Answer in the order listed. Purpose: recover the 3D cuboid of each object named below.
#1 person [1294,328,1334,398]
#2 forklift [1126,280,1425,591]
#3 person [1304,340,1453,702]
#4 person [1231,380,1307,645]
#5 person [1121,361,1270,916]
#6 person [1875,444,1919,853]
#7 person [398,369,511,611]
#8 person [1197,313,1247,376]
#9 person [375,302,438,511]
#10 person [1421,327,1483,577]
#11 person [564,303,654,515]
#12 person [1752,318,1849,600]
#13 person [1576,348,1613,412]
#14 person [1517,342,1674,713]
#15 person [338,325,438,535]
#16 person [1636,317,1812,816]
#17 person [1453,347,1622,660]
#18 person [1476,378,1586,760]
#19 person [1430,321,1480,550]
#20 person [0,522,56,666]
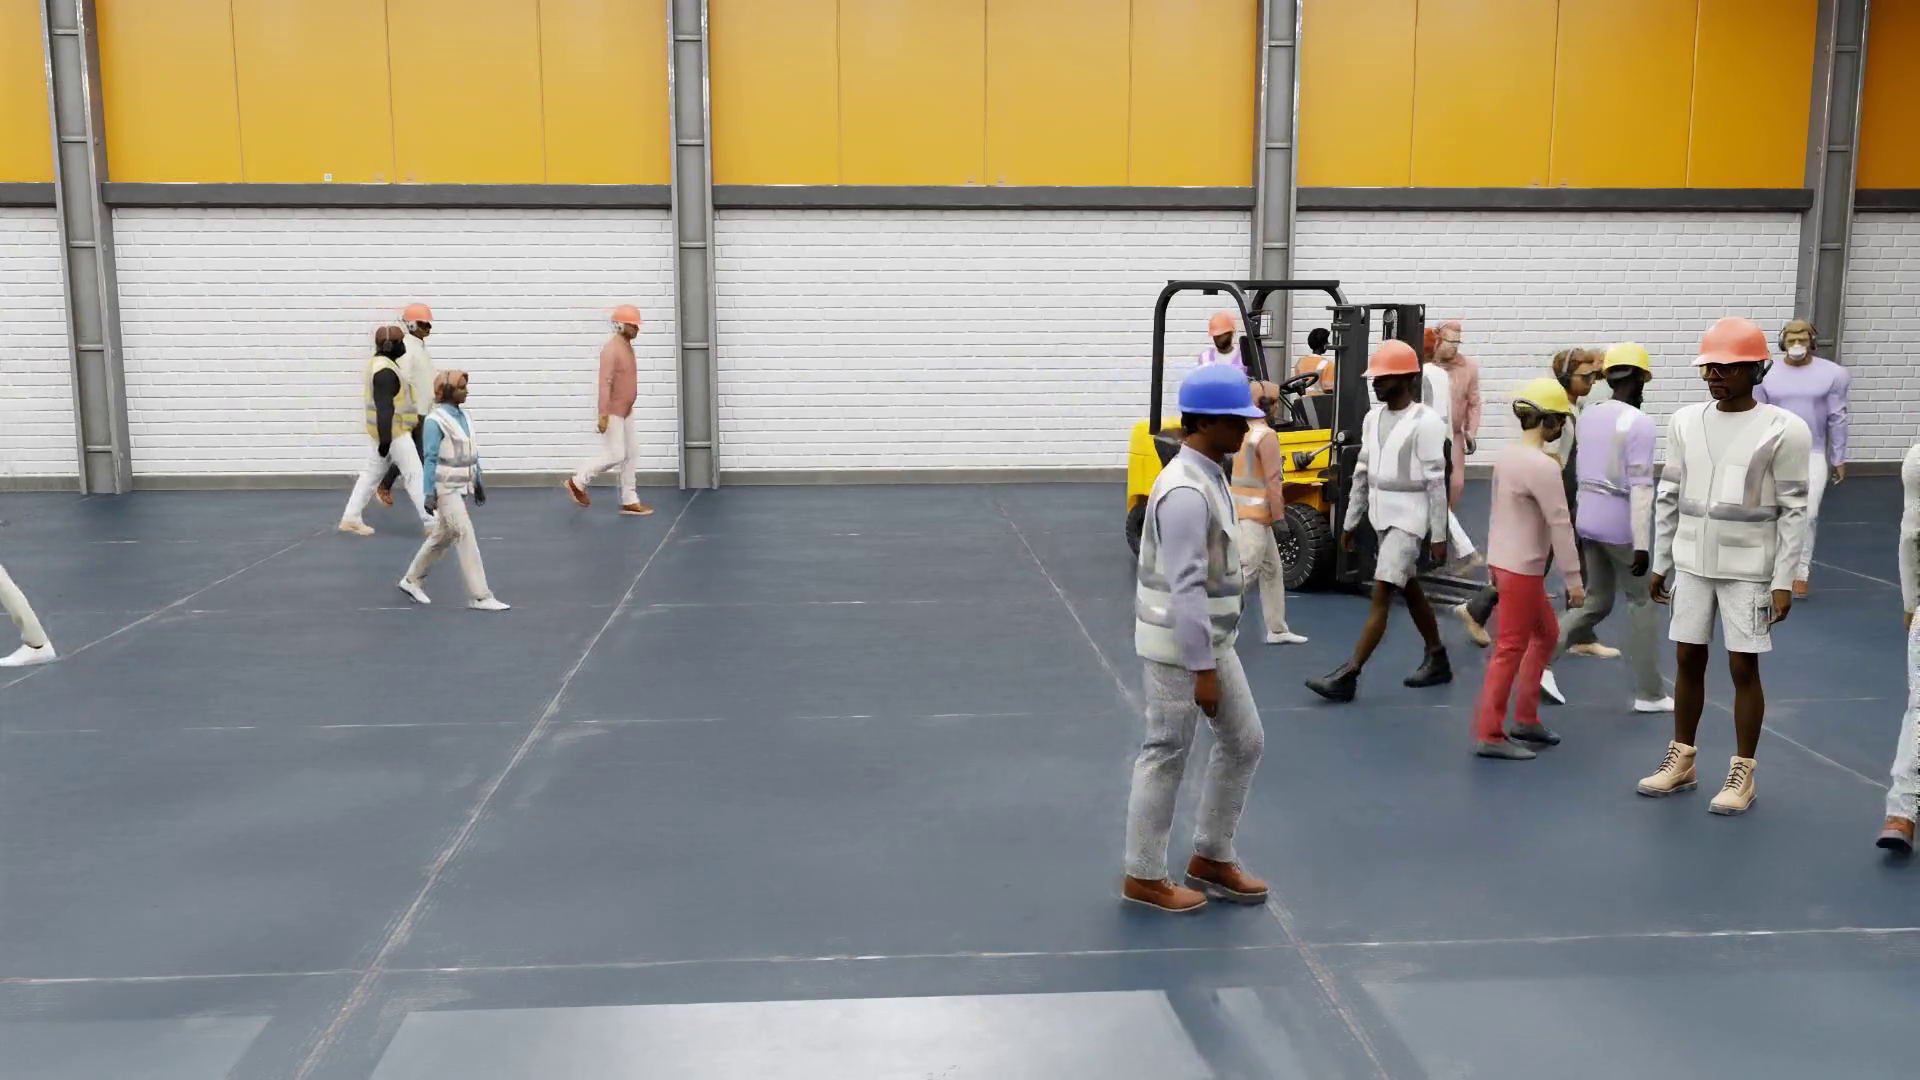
[{"bbox_3d":[3.587,-1.299,16.822,0.320,1.690,0.524,-6,11,-32],"label":"person"},{"bbox_3d":[2.301,-0.860,12.475,1.214,2.155,2.313,-6,11,-35],"label":"forklift"},{"bbox_3d":[2.263,-0.106,8.730,1.023,1.879,0.573,-4,10,-23],"label":"person"},{"bbox_3d":[1.684,-0.140,9.788,0.773,1.606,0.512,-1,9,-7],"label":"person"},{"bbox_3d":[0.853,0.356,5.677,0.651,1.921,0.642,3,10,18],"label":"person"},{"bbox_3d":[3.853,0.278,6.292,0.631,1.885,0.955,7,11,36],"label":"person"},{"bbox_3d":[-3.415,-0.336,11.032,0.831,1.607,0.523,2,9,10],"label":"person"},{"bbox_3d":[2.464,-1.133,15.208,0.594,1.883,1.005,5,10,27],"label":"person"},{"bbox_3d":[-5.107,-1.220,15.436,0.645,1.977,0.620,0,9,-1],"label":"person"},{"bbox_3d":[3.487,-0.652,12.351,0.945,1.831,0.656,8,12,42],"label":"person"},{"bbox_3d":[-3.228,-1.194,15.291,0.733,1.966,0.640,2,9,9],"label":"person"},{"bbox_3d":[5.660,-0.542,11.341,0.665,1.912,0.748,5,10,27],"label":"person"},{"bbox_3d":[5.217,-0.758,13.623,0.518,1.614,0.413,1,9,4],"label":"person"},{"bbox_3d":[3.273,-0.064,8.457,0.750,1.881,0.612,-2,9,-14],"label":"person"},{"bbox_3d":[-4.844,-0.925,14.132,0.953,1.802,0.619,-4,10,-26],"label":"person"},{"bbox_3d":[3.140,0.108,6.873,0.373,2.042,0.614,-7,11,-37],"label":"person"},{"bbox_3d":[3.374,-0.213,9.642,0.879,1.817,0.505,5,10,29],"label":"person"},{"bbox_3d":[2.638,0.145,7.564,0.595,1.741,0.554,0,9,1],"label":"person"},{"bbox_3d":[3.745,-0.795,13.129,0.664,1.854,0.642,-1,9,-4],"label":"person"},{"bbox_3d":[-5.623,-0.160,9.257,1.001,1.820,0.547,-3,10,-18],"label":"person"}]
